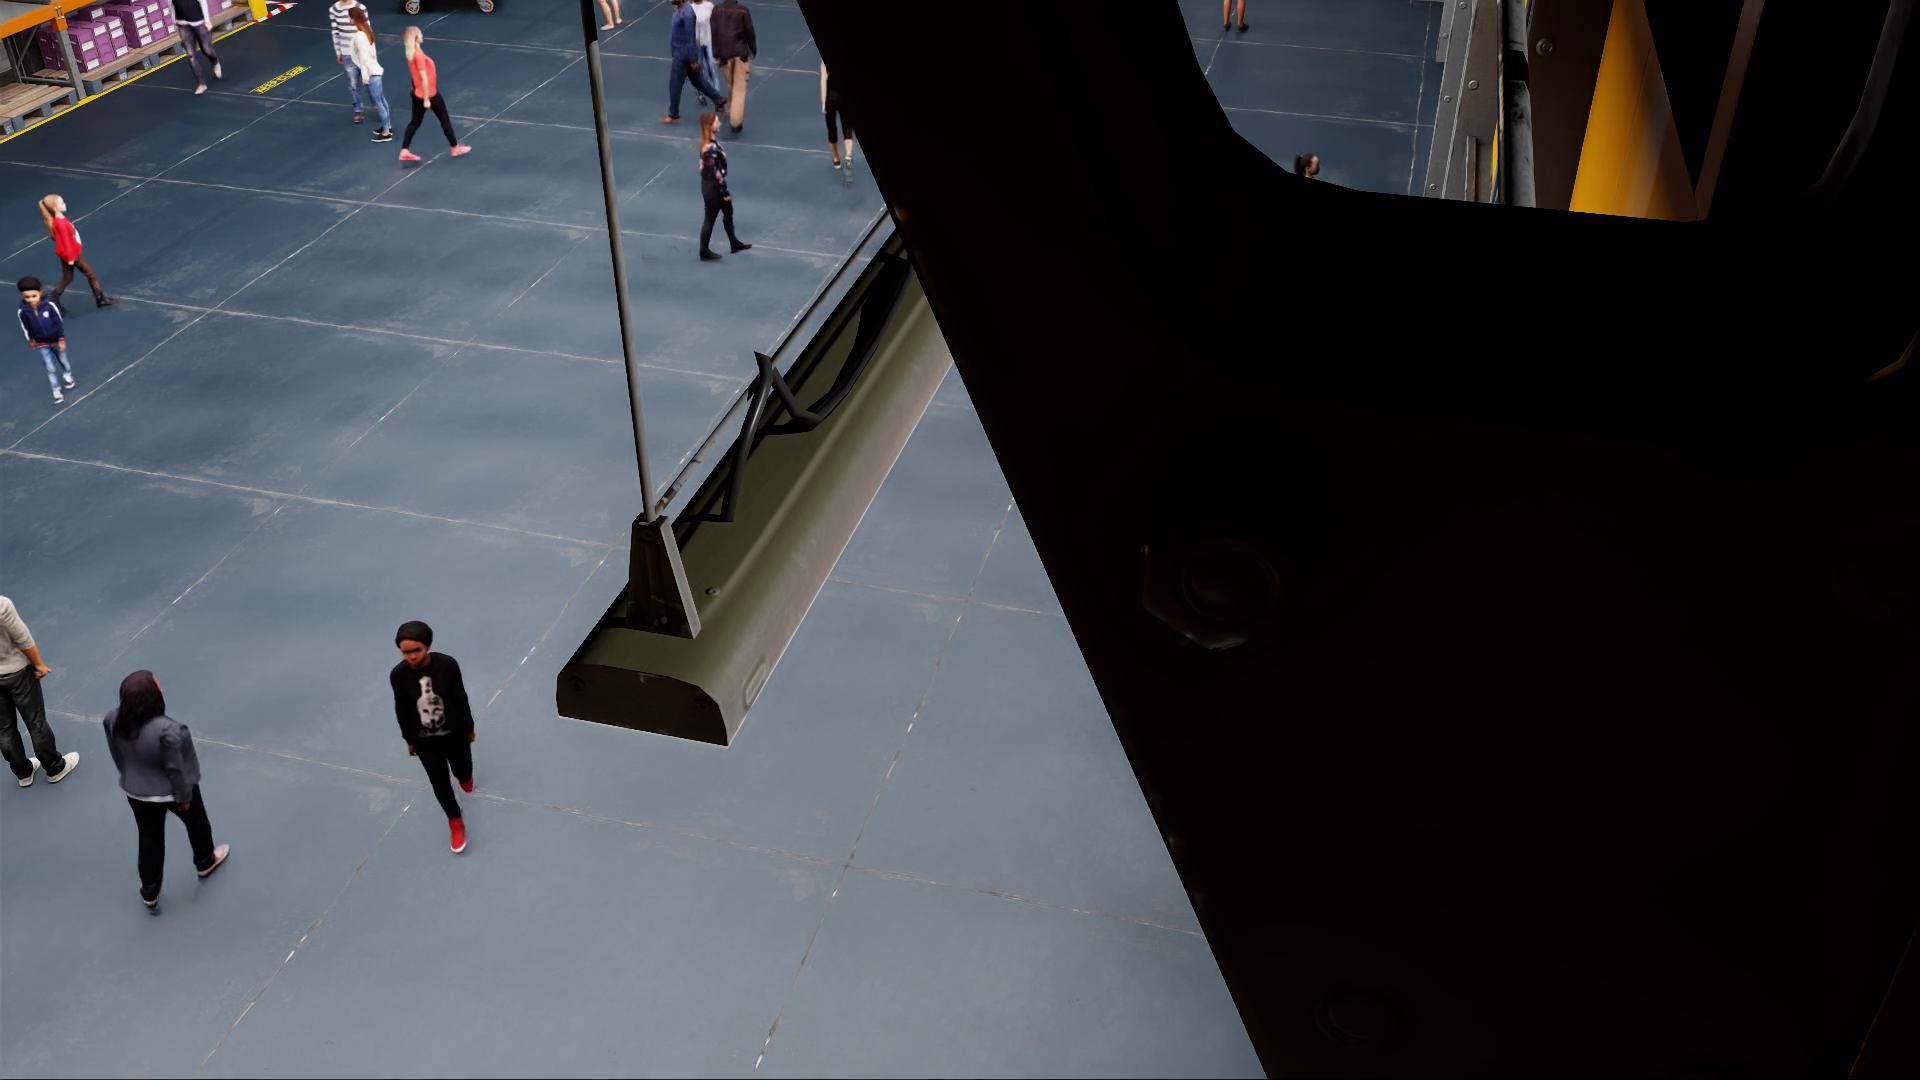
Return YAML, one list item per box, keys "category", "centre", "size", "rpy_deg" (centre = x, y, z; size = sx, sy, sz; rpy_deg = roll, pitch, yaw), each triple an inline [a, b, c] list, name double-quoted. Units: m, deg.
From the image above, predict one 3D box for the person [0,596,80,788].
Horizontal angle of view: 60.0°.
- category: "person"
  centre: [-6.248, 0.848, 10.837]
  size: [0.727, 1.812, 0.672]
  rpy_deg: [-3, 34, -4]

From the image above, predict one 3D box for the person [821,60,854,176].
- category: "person"
  centre: [-1.468, -5.252, 20.108]
  size: [0.835, 1.708, 1.066]
  rpy_deg: [-5, 34, -8]

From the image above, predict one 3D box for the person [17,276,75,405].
- category: "person"
  centre: [-8.517, -1.918, 15.558]
  size: [0.788, 1.193, 0.885]
  rpy_deg: [-13, 36, -19]

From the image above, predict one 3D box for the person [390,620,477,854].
- category: "person"
  centre: [-3.286, 1.165, 10.496]
  size: [0.866, 1.662, 0.999]
  rpy_deg: [-9, 35, -13]

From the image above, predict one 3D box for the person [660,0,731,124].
- category: "person"
  centre: [-3.478, -6.311, 21.639]
  size: [1.108, 1.777, 1.210]
  rpy_deg: [-7, 34, -11]

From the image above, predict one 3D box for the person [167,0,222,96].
- category: "person"
  centre: [-10.461, -7.059, 22.740]
  size: [0.881, 1.804, 1.060]
  rpy_deg: [-2, 34, -3]

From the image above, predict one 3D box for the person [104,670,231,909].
- category: "person"
  centre: [-4.869, 1.526, 10.041]
  size: [0.691, 1.564, 0.833]
  rpy_deg: [5, 34, 7]

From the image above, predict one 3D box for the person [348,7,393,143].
- category: "person"
  centre: [-7.486, -5.926, 21.135]
  size: [0.747, 1.694, 0.613]
  rpy_deg: [-3, 34, -5]

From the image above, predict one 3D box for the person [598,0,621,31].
- category: "person"
  centre: [-5.385, -8.587, 25.204]
  size: [0.849, 1.620, 0.537]
  rpy_deg: [8, 34, 12]

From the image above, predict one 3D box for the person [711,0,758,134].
- category: "person"
  centre: [-2.904, -6.150, 21.312]
  size: [0.895, 1.872, 1.304]
  rpy_deg: [2, 34, 3]

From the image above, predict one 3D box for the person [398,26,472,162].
- category: "person"
  centre: [-6.668, -5.423, 20.416]
  size: [1.197, 1.652, 1.048]
  rpy_deg: [-23, 40, -30]

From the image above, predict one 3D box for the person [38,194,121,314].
- category: "person"
  centre: [-9.150, -2.908, 16.980]
  size: [0.946, 1.267, 0.813]
  rpy_deg: [-24, 41, -32]

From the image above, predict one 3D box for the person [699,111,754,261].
- category: "person"
  centre: [-2.749, -3.797, 17.962]
  size: [0.880, 1.661, 0.883]
  rpy_deg: [-7, 34, -11]

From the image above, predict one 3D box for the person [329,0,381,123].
- category: "person"
  centre: [-7.867, -6.373, 21.670]
  size: [0.721, 1.846, 0.694]
  rpy_deg: [-5, 34, -8]

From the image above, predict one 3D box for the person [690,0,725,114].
- category: "person"
  centre: [-3.453, -6.556, 22.099]
  size: [0.993, 1.675, 1.184]
  rpy_deg: [-11, 35, -16]

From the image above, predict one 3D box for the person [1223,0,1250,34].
- category: "person"
  centre: [4.183, -8.580, 25.032]
  size: [0.656, 1.799, 0.657]
  rpy_deg: [17, 37, 24]
